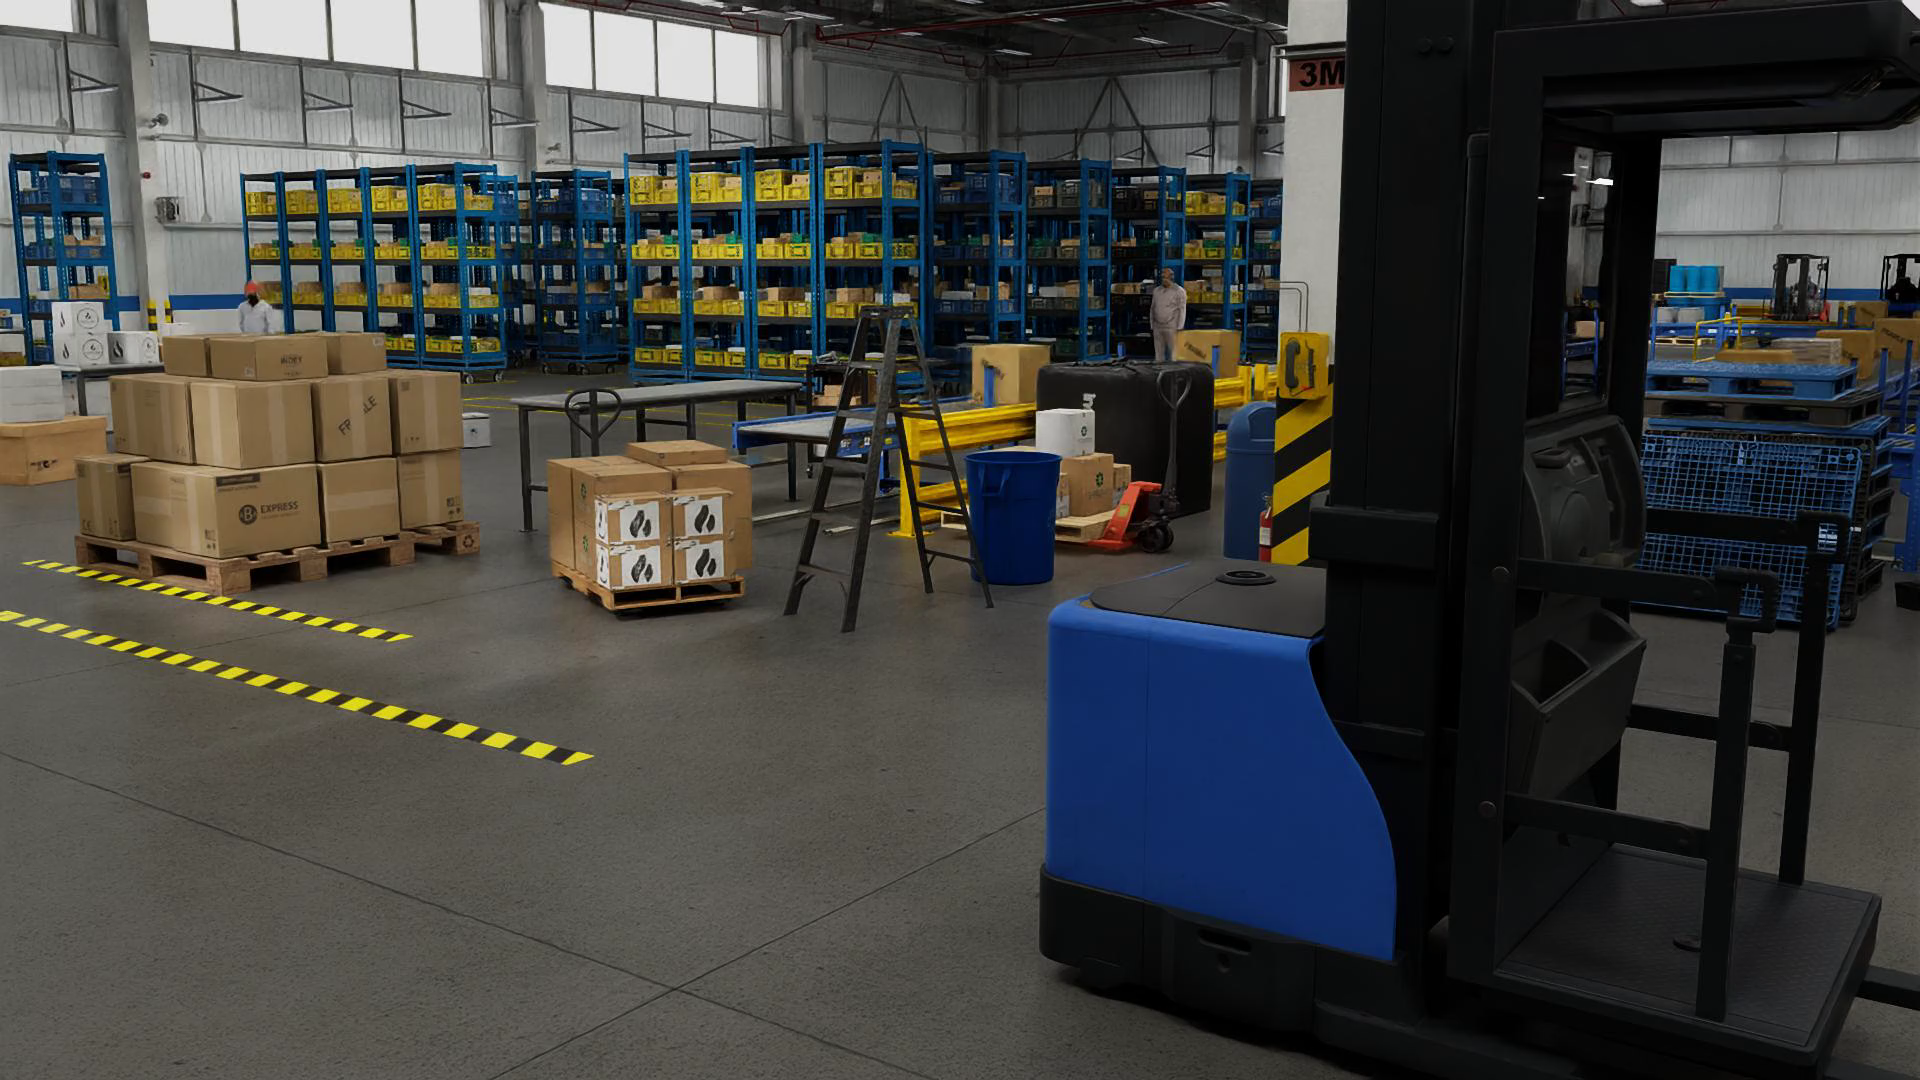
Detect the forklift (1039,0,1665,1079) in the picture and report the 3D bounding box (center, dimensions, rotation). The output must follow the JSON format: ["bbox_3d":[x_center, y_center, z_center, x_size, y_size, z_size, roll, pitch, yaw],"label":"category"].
[{"bbox_3d":[1.249,-0.137,4.360,1.873,2.768,1.129,7,12,35],"label":"forklift"}]

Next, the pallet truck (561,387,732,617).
[{"bbox_3d":[-1.981,-0.274,10.088,0.680,1.201,1.601,-5,11,-28],"label":"pallet truck"}]

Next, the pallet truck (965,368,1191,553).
[{"bbox_3d":[0.845,-0.609,11.869,1.630,1.274,0.653,7,12,35],"label":"pallet truck"}]

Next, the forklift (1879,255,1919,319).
[{"bbox_3d":[22.089,-5.634,38.796,1.157,1.987,2.680,6,11,33],"label":"forklift"}]

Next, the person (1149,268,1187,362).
[{"bbox_3d":[3.376,-3.493,27.244,0.640,1.909,0.409,7,12,35],"label":"person"}]

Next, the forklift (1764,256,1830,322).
[{"bbox_3d":[20.253,-5.854,40.139,1.157,1.987,2.680,7,12,35],"label":"forklift"}]

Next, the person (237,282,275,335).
[{"bbox_3d":[-10.657,-3.048,25.189,0.584,1.696,0.907,0,10,1],"label":"person"}]

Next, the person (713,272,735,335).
[{"bbox_3d":[-4.294,-3.999,30.453,0.564,1.839,0.390,7,12,35],"label":"person"}]
